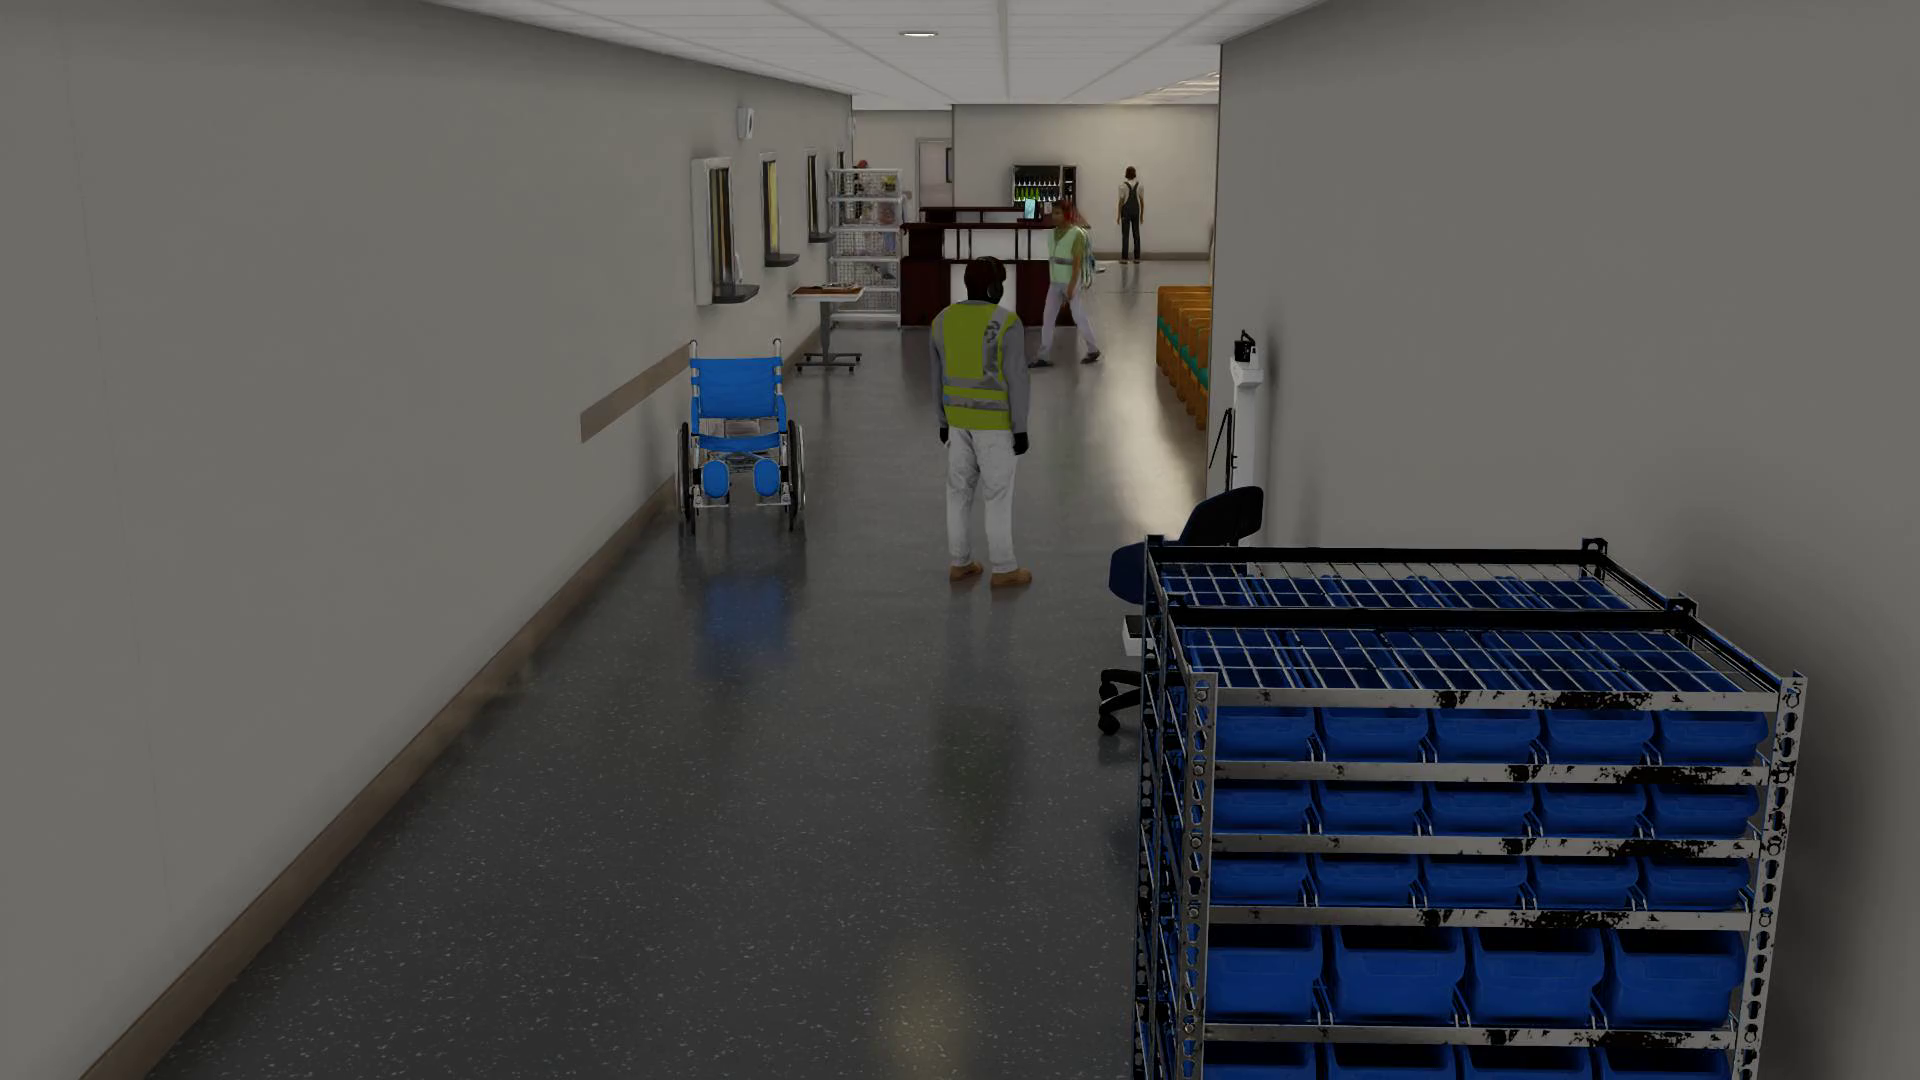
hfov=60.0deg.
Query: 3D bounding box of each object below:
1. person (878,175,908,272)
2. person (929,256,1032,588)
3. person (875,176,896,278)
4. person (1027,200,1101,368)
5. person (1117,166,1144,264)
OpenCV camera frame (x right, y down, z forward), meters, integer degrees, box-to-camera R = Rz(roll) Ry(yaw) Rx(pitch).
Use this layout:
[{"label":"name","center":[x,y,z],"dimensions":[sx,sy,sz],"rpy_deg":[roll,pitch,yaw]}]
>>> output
[{"label":"person","center":[-1.202,-5.620,29.655],"dimensions":[0.563,1.742,0.361],"rpy_deg":[0,14,2]},{"label":"person","center":[0.133,-0.653,9.292],"dimensions":[0.624,1.845,0.430],"rpy_deg":[11,17,37]},{"label":"person","center":[-1.223,-5.386,28.698],"dimensions":[0.400,1.746,0.546],"rpy_deg":[-1,14,-3]},{"label":"person","center":[1.170,-2.777,18.016],"dimensions":[0.962,1.802,0.570],"rpy_deg":[-11,18,-38]},{"label":"person","center":[3.260,-6.207,31.823],"dimensions":[0.517,1.841,0.324],"rpy_deg":[-3,14,-11]}]
